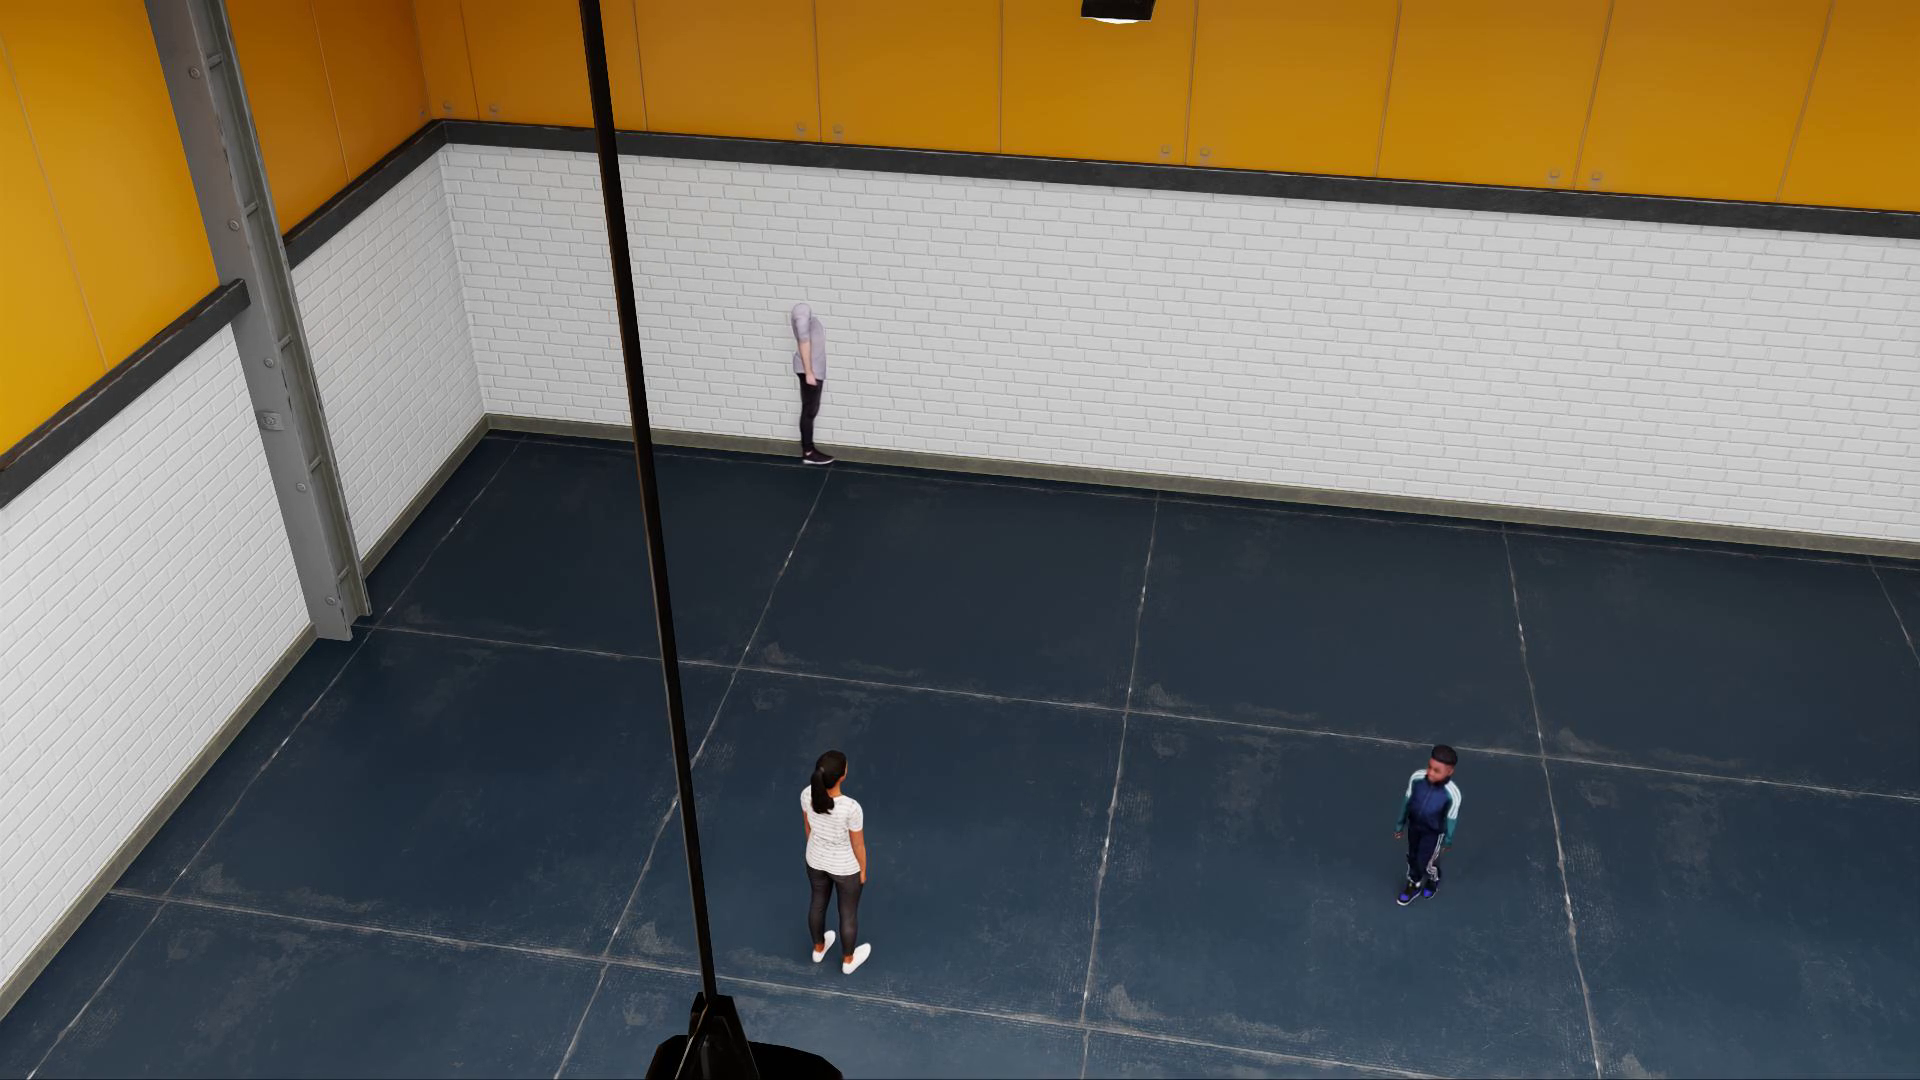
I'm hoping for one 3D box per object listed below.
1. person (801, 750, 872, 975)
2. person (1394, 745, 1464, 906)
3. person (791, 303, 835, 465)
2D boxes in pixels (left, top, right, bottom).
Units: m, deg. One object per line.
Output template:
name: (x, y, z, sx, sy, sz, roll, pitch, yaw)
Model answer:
person: (-0.753, 1.919, 9.935, 0.612, 1.643, 0.593, 15, 36, 21)
person: (2.985, 1.780, 10.502, 0.688, 1.247, 0.629, -25, 41, -33)
person: (-1.356, -1.588, 15.038, 0.764, 1.834, 0.569, 1, 34, 1)
